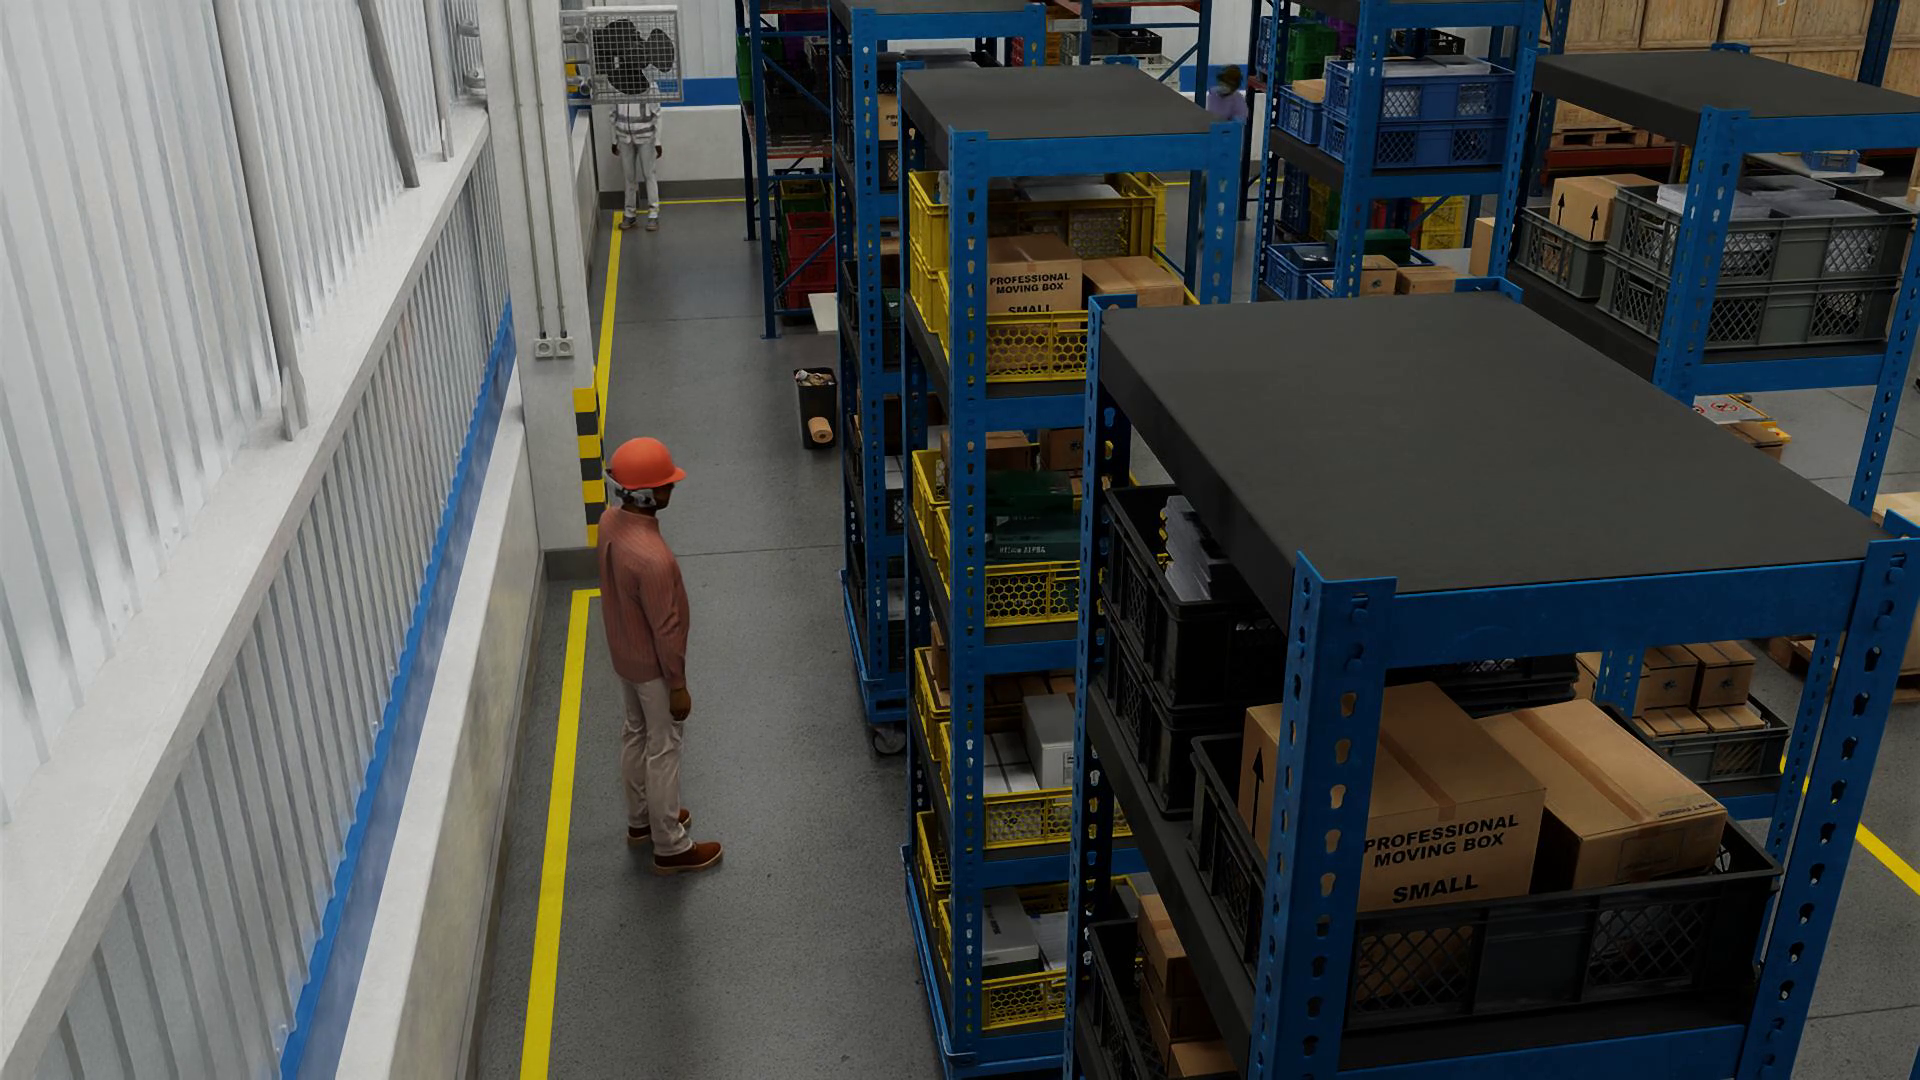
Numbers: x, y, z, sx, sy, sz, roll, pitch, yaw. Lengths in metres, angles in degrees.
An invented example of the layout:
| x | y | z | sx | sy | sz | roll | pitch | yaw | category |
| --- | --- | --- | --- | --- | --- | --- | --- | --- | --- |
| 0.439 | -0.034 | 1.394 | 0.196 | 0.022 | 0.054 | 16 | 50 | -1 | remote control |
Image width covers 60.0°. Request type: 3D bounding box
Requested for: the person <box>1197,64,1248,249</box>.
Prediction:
| x | y | z | sx | sy | sz | roll | pitch | yaw | category |
| --- | --- | --- | --- | --- | --- | --- | --- | --- | --- |
| 2.608 | -3.836 | 16.692 | 0.371 | 1.882 | 0.726 | -11 | 27 | -23 | person |

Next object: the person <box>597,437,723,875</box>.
| x | y | z | sx | sy | sz | roll | pitch | yaw | category |
| --- | --- | --- | --- | --- | --- | --- | --- | --- | --- |
| -1.312 | 0.498 | 7.136 | 0.386 | 1.992 | 0.625 | -15 | 29 | -29 | person |

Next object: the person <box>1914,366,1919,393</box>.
| x | y | z | sx | sy | sz | roll | pitch | yaw | category |
| --- | --- | --- | --- | --- | --- | --- | --- | --- | --- |
| 7.769 | -1.976 | 12.722 | 0.594 | 1.822 | 0.403 | 3 | 25 | 6 | person |

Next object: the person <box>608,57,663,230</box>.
| x | y | z | sx | sy | sz | roll | pitch | yaw | category |
| --- | --- | --- | --- | --- | --- | --- | --- | --- | --- |
| -3.406 | -4.205 | 17.492 | 0.574 | 1.884 | 0.361 | 6 | 25 | 12 | person |

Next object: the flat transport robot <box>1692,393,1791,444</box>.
| x | y | z | sx | sy | sz | roll | pitch | yaw | category |
| --- | --- | --- | --- | --- | --- | --- | --- | --- | --- |
| 5.224 | -0.859 | 12.132 | 1.431 | 0.197 | 0.652 | -4 | 25 | -8 | flat transport robot |
